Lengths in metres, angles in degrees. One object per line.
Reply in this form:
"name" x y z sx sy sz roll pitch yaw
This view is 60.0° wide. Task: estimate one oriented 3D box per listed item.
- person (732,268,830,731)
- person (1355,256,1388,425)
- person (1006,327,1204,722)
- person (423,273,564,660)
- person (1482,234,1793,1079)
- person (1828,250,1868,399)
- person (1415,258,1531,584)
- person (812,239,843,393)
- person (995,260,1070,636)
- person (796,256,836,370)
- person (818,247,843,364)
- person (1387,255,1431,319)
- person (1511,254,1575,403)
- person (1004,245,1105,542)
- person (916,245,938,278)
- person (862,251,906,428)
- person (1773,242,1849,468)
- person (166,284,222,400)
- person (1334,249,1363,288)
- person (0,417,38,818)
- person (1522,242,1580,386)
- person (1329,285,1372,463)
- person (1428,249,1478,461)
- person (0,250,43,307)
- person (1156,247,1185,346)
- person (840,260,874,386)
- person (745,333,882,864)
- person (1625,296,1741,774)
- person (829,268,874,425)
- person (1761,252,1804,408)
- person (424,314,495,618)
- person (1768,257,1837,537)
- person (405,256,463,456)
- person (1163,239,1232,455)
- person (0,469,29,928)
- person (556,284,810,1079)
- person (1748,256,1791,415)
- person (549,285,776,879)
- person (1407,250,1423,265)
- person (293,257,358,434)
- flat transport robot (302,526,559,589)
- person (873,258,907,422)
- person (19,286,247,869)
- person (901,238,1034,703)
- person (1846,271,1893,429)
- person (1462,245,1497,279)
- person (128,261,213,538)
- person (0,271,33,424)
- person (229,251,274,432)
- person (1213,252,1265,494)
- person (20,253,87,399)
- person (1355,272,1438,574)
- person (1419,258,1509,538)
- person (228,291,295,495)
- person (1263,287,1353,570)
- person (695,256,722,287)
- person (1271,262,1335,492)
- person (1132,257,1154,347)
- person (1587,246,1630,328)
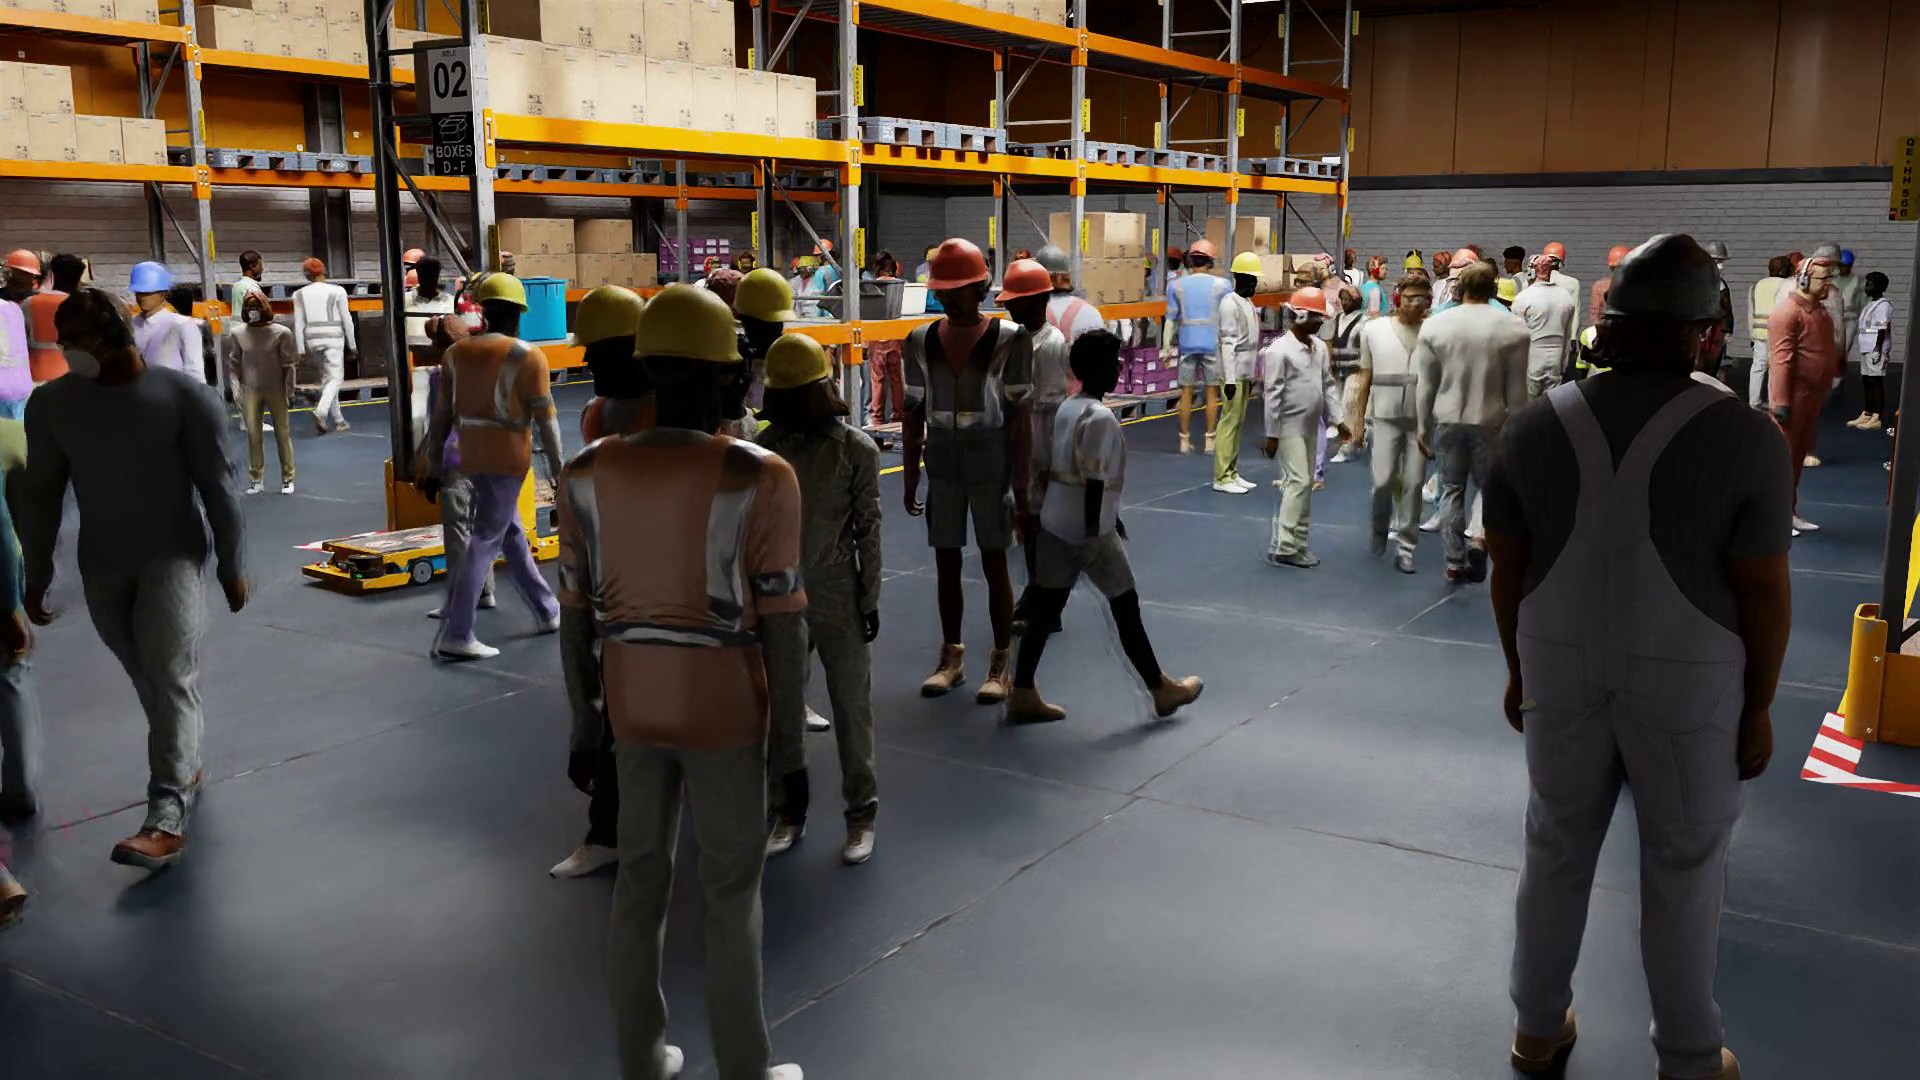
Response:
"person" -0.789 -0.132 6.724 0.596 1.911 0.399 -10 14 -44
"person" 4.520 -2.192 18.323 0.386 1.842 0.568 0 10 0
"person" 0.576 -0.059 6.999 0.851 1.649 0.535 -4 11 -19
"person" -2.279 -0.375 8.229 0.607 1.859 1.002 5 12 28
"person" 1.607 0.306 3.932 0.680 2.000 0.537 9 13 40
"person" 11.398 -2.799 21.543 0.615 1.908 0.980 8 13 38
"person" 2.948 -0.660 9.640 0.626 1.924 0.559 3 11 18
"person" -1.736 -2.908 21.787 0.405 2.032 0.610 6 12 31
"person" 0.362 -0.466 8.547 0.387 1.926 0.549 -3 11 -15
"person" -2.261 -3.416 25.279 0.592 1.781 0.920 9 14 41
"person" -2.062 -3.796 27.044 0.441 1.911 0.640 -9 14 -42
"person" 5.632 -2.646 20.860 0.588 1.837 0.404 -2 10 -12
"person" 4.953 -1.500 14.341 0.644 1.900 0.399 -4 11 -21
"person" 0.582 -0.935 10.810 0.694 2.000 1.023 -2 10 -10
"person" -0.450 -3.914 27.602 0.627 1.941 0.373 -5 11 -24
"person" -0.787 -2.099 17.643 0.593 1.909 0.409 -9 13 -39
"person" 7.667 -1.659 14.825 0.711 2.000 0.689 -3 11 -19
"person" -6.279 -1.242 13.516 0.548 1.669 0.436 4 11 19
"person" 5.970 -3.542 25.695 0.573 1.883 0.354 -4 11 -21
"person" -3.566 0.111 5.916 0.880 1.712 0.537 8 13 39
"person" 6.285 -2.165 17.755 0.612 1.995 0.382 4 11 21
"person" 3.608 -1.527 15.252 0.586 1.616 0.526 -7 12 -33
"person" 4.533 -1.659 15.099 0.352 1.942 0.545 -5 11 -25
"person" -7.772 -1.411 13.741 0.643 1.918 1.054 -8 13 -37
"person" 3.085 -3.338 24.487 0.483 1.904 0.544 -3 11 -16
"person" -1.440 -3.049 23.105 0.521 1.829 0.652 -6 12 -29
"person" -0.497 0.196 5.413 0.490 1.730 0.324 2 10 9
"person" 2.571 0.023 6.074 0.388 1.837 0.562 -3 11 -15
"person" -1.137 -2.177 18.074 0.597 1.908 0.402 -4 11 -20
"person" 9.993 -2.512 20.012 0.580 1.879 0.373 -7 12 -32
"person" -2.699 -0.399 8.981 0.319 1.631 0.524 1 10 8
"person" 5.793 -0.983 11.448 0.645 1.907 0.400 -9 14 -42
"person" -4.259 -1.324 13.390 0.623 1.901 0.472 -3 11 -14
"person" 2.261 -1.805 15.683 0.681 2.031 0.439 4 11 20
"person" -2.908 0.234 4.529 0.462 1.966 0.718 3 11 18
"person" -0.615 0.387 3.802 0.598 1.925 0.388 3 11 17
"person" 9.223 -2.285 18.845 0.430 1.845 0.619 -4 11 -21
"person" -0.973 0.110 5.473 0.592 1.894 0.864 7 13 36
"person" 6.957 -3.517 25.598 0.319 1.869 0.532 3 11 16
"person" -6.689 -2.028 17.429 0.602 1.846 0.825 1 10 5
"flat transport robot" -3.199 0.063 10.184 0.652 0.197 1.431 8 13 38
"person" -0.802 -2.204 18.395 0.637 1.842 0.429 6 12 31
"person" -2.745 0.104 5.545 0.631 1.872 1.023 0 10 0
"person" 0.023 -0.296 7.308 0.613 2.033 0.410 4 11 21
"person" 9.809 -2.033 17.869 0.318 1.689 0.528 2 10 11
"person" 8.058 -3.617 25.960 0.727 1.946 0.401 3 11 15
"person" -5.079 -0.815 10.566 0.629 1.896 1.001 3 11 16
"person" -6.784 -1.041 11.743 0.399 1.918 0.588 -1 10 -6
"person" -7.527 -2.097 17.625 0.388 1.911 0.593 -7 13 -36
"person" 2.248 -1.339 13.373 0.375 1.922 0.594 4 11 23
"person" -7.102 -1.305 13.233 0.632 1.915 0.741 -1 10 -3
"person" 2.719 -0.721 10.197 0.581 1.827 0.464 1 10 5
"person" 3.437 -0.969 11.406 0.399 1.900 0.645 -9 13 -39
"person" -5.543 -1.167 13.248 0.504 1.626 0.280 -1 10 -5
"person" 2.144 -0.687 10.342 0.456 1.735 0.587 8 13 39
"person" -2.990 -2.463 19.859 0.392 1.836 0.561 5 11 26
"person" 2.783 -1.304 13.396 0.345 1.846 0.508 -6 12 -29
"person" 2.719 -3.311 24.739 0.316 1.769 0.525 4 11 20
"person" 7.106 -2.186 17.994 0.619 1.961 0.590 9 13 40
